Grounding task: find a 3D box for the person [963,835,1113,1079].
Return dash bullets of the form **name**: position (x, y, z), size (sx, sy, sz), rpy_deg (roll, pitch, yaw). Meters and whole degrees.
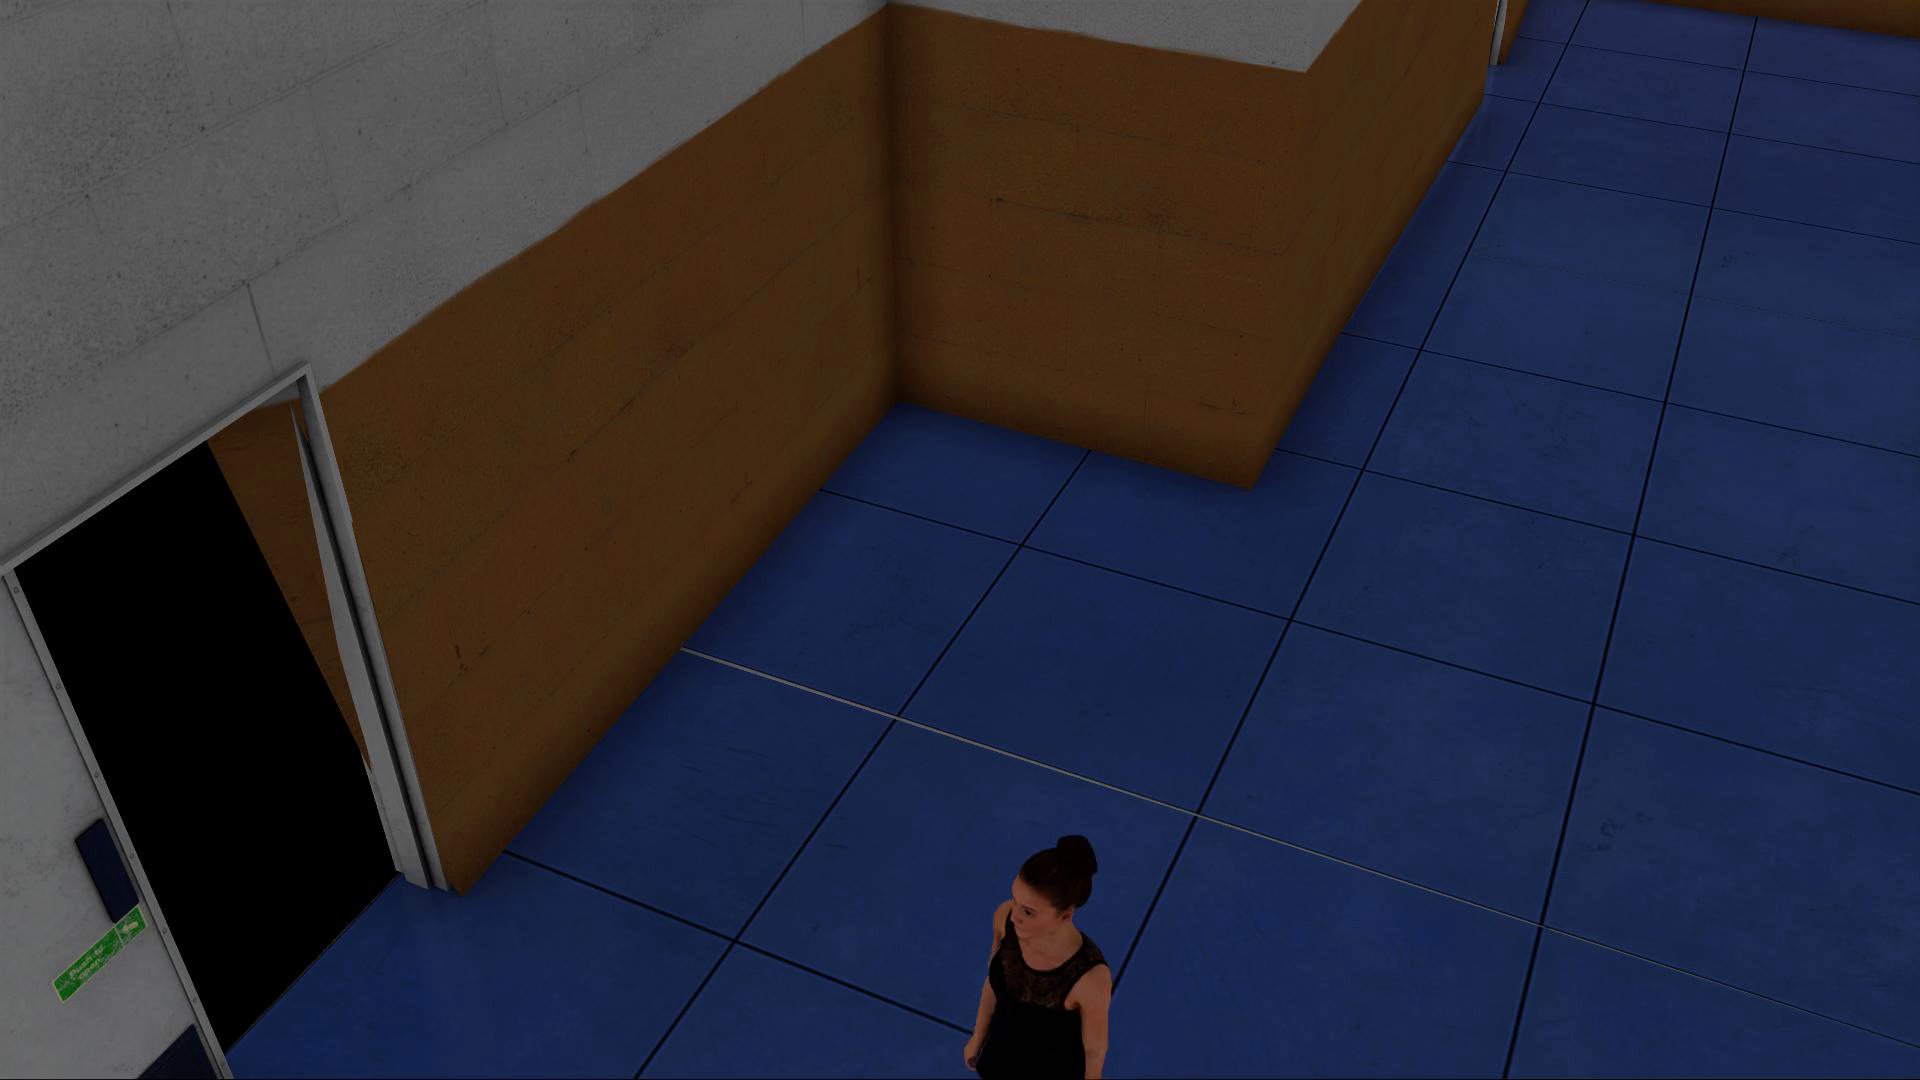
- **person**: position (0.294, 1.440, 4.751), size (0.781, 1.666, 0.719), rpy_deg (-23, 42, -27)
